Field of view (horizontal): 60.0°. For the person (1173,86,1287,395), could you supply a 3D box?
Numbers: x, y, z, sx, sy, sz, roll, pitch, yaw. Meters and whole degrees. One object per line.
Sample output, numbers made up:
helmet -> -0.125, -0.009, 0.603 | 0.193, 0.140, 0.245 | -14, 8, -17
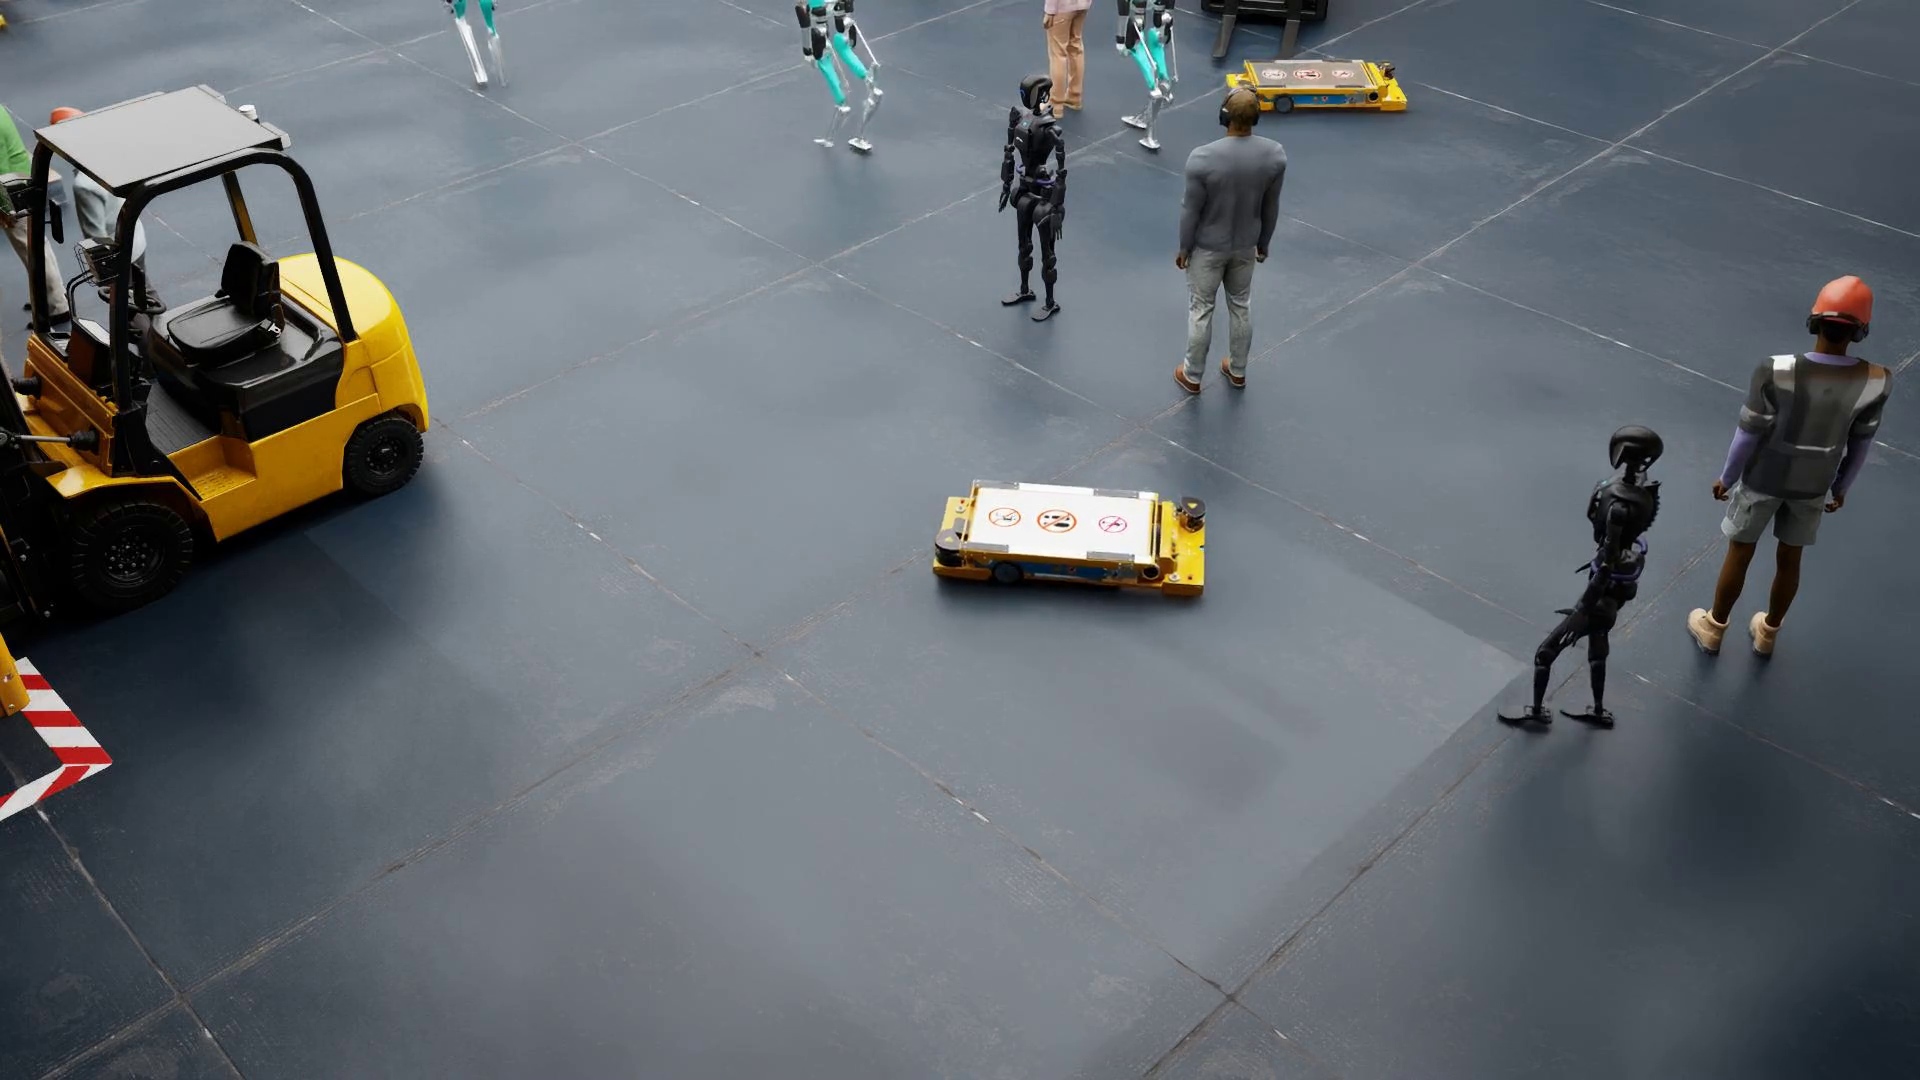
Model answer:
person -> 1.601, -1.777, 9.995 | 0.626, 1.929, 0.352 | -10, 38, -14

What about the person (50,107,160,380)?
person -> -5.186, -1.808, 10.189 | 0.348, 1.738, 0.572 | -3, 37, -4

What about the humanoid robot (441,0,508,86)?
humanoid robot -> -4.138, -4.641, 14.062 | 0.539, 1.881, 0.730 | -10, 38, -13

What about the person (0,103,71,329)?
person -> -6.148, -2.239, 10.736 | 0.385, 1.776, 0.546 | -17, 40, -22

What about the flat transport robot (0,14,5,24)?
flat transport robot -> -9.673, -5.114, 15.843 | 0.659, 0.231, 1.431 | -26, 44, -30

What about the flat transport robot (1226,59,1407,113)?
flat transport robot -> 3.031, -3.868, 14.175 | 1.431, 0.231, 0.659 | 0, 37, 0

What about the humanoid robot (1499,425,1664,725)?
humanoid robot -> 2.899, 0.180, 7.581 | 0.498, 1.643, 0.596 | 17, 40, 21

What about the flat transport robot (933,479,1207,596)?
flat transport robot -> 0.605, -0.013, 9.015 | 1.431, 0.231, 0.659 | 4, 37, 6

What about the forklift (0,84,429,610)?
forklift -> -4.145, -1.093, 8.856 | 2.313, 2.155, 1.214 | -31, 47, -34

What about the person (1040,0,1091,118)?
person -> 0.886, -4.333, 13.540 | 0.408, 1.776, 0.538 | 25, 43, 29

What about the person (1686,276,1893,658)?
person -> 3.939, -0.316, 7.948 | 0.610, 2.032, 0.398 | 6, 37, 7

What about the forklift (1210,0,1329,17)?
forklift -> 3.106, -6.400, 15.960 | 1.214, 2.155, 2.313 | 8, 37, 10

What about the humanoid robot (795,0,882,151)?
humanoid robot -> -0.894, -3.818, 12.885 | 0.535, 1.767, 0.784 | -31, 47, -34

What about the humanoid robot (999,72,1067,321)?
humanoid robot -> 0.493, -2.227, 10.789 | 0.315, 1.657, 0.599 | -25, 44, -30

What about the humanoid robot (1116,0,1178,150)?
humanoid robot -> 1.566, -3.911, 13.018 | 0.557, 1.774, 0.877 | -19, 41, -24
